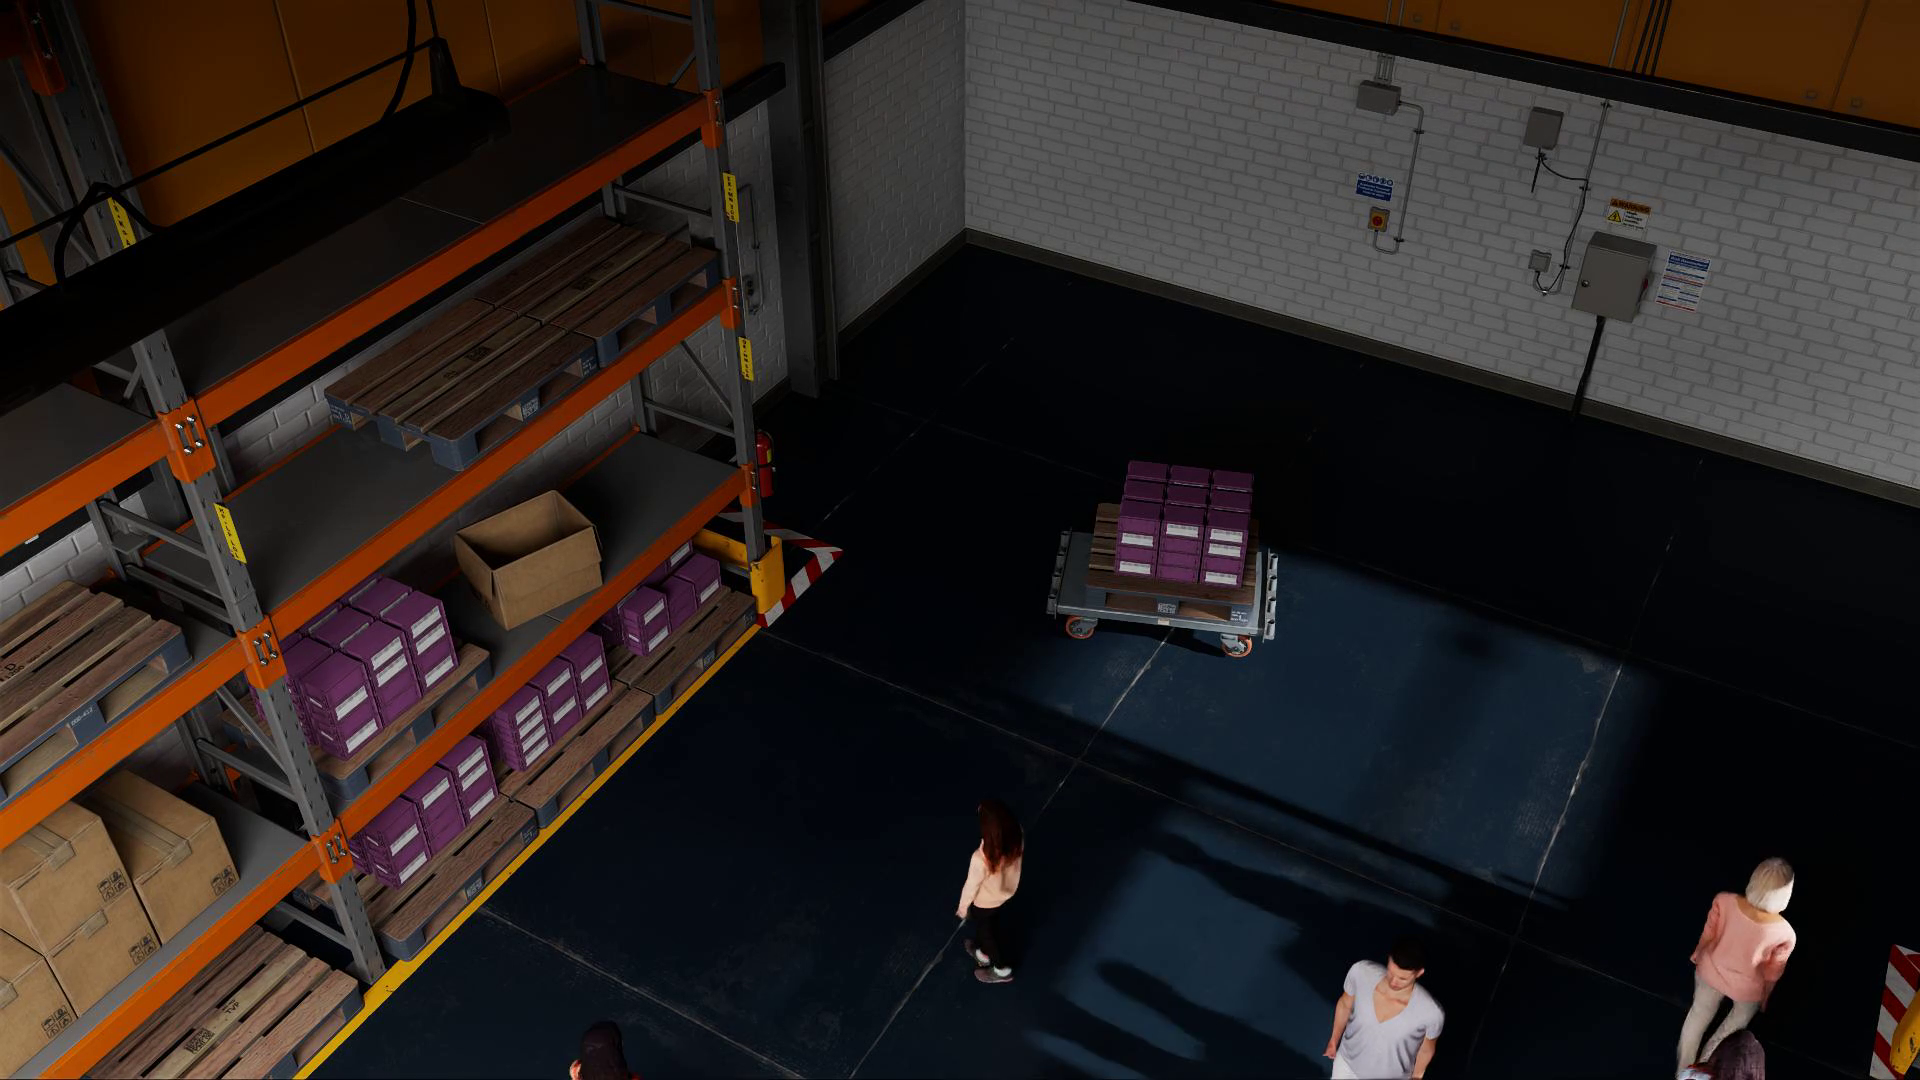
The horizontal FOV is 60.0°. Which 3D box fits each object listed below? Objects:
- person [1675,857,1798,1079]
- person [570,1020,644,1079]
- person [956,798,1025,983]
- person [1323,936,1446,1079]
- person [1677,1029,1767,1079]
[{"bbox_3d":[4.101,2.378,8.910,0.662,1.713,0.657,30,47,32],"label":"person"},{"bbox_3d":[-1.691,3.006,8.139,0.767,1.694,1.024,11,40,13],"label":"person"},{"bbox_3d":[0.206,2.024,9.543,0.702,1.477,0.609,25,45,28],"label":"person"},{"bbox_3d":[2.136,2.632,8.485,0.702,1.847,0.608,25,45,28],"label":"person"},{"bbox_3d":[3.559,3.092,8.164,0.735,1.529,1.228,29,47,32],"label":"person"}]
